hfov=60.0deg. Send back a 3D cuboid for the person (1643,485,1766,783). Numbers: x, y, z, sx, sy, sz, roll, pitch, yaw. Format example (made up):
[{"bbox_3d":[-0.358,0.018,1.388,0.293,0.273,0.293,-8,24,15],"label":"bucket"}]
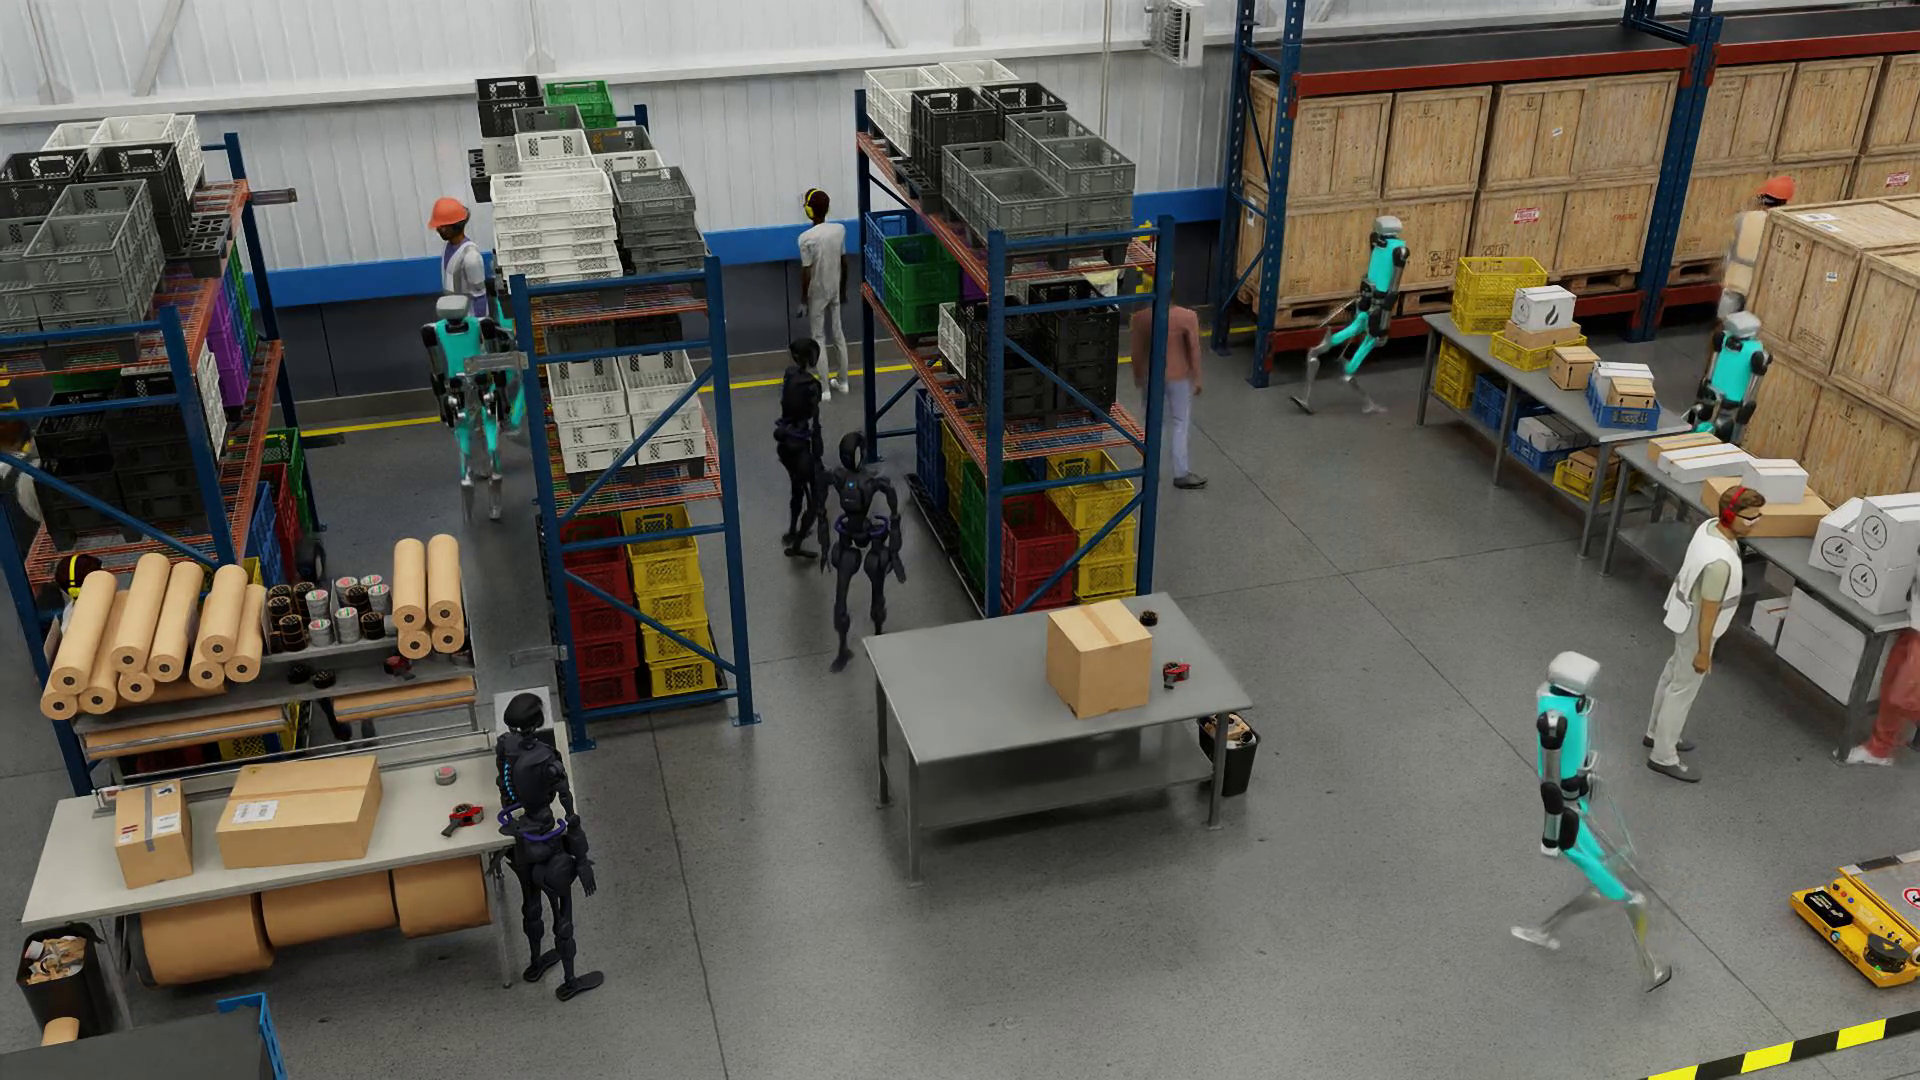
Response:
[{"bbox_3d":[4.254,0.510,9.599,0.391,1.841,0.562,9,30,16],"label":"person"}]

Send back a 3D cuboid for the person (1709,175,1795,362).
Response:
[{"bbox_3d":[6.959,-2.259,14.573,0.793,1.902,0.558,-22,36,-34],"label":"person"}]

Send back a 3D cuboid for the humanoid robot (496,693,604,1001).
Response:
[{"bbox_3d":[-2.020,1.461,8.025,0.599,1.657,0.315,21,35,34],"label":"humanoid robot"}]

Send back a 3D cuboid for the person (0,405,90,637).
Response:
[{"bbox_3d":[-5.840,-0.017,10.580,0.541,1.816,0.650,2,29,3],"label":"person"}]

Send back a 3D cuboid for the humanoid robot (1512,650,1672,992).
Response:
[{"bbox_3d":[3.202,1.415,8.096,0.985,1.770,0.562,15,32,26],"label":"humanoid robot"}]

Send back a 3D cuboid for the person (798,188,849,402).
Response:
[{"bbox_3d":[-1.183,-2.105,14.335,0.530,1.864,0.309,-24,37,-37],"label":"person"}]

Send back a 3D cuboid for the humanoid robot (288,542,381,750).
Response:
[{"bbox_3d":[-3.528,0.742,9.382,0.612,1.626,0.748,-7,29,-12],"label":"humanoid robot"}]

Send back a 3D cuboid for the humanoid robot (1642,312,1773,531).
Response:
[{"bbox_3d":[5.274,-0.754,12.003,0.757,1.775,0.530,-7,30,-13],"label":"humanoid robot"}]

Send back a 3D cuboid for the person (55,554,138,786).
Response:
[{"bbox_3d":[-4.504,0.900,8.863,0.315,1.869,0.521,-11,31,-19],"label":"person"}]

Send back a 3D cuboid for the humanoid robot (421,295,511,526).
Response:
[{"bbox_3d":[-3.582,-0.838,12.246,0.557,1.878,0.656,-6,29,-11],"label":"humanoid robot"}]

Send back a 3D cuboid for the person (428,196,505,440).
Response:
[{"bbox_3d":[-4.050,-1.819,13.632,0.367,2.044,0.607,-20,34,-31],"label":"person"}]

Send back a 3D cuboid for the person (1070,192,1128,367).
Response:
[{"bbox_3d":[1.186,-2.334,14.780,0.622,1.838,0.431,-11,31,-19],"label":"person"}]

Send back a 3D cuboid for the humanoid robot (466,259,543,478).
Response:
[{"bbox_3d":[-3.609,-1.274,12.992,0.533,1.785,0.845,15,32,25],"label":"humanoid robot"}]

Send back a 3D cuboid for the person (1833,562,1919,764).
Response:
[{"bbox_3d":[5.594,0.534,9.502,0.622,1.896,0.604,6,29,10],"label":"person"}]

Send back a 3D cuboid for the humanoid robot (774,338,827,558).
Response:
[{"bbox_3d":[-1.175,-0.662,11.918,0.409,1.637,0.613,-15,32,-25],"label":"humanoid robot"}]

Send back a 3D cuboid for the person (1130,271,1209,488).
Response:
[{"bbox_3d":[1.653,-1.250,12.926,0.699,1.718,0.400,9,30,15],"label":"person"}]

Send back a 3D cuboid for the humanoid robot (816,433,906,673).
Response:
[{"bbox_3d":[-0.624,0.068,10.580,0.590,1.644,0.541,7,29,12],"label":"humanoid robot"}]

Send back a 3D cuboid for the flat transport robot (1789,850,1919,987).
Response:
[{"bbox_3d":[5.163,1.916,8.676,1.431,0.231,0.659,-8,30,-14],"label":"flat transport robot"}]

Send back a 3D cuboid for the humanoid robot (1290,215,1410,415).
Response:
[{"bbox_3d":[3.217,-1.829,14.010,0.986,1.773,0.542,-6,29,-12],"label":"humanoid robot"}]
